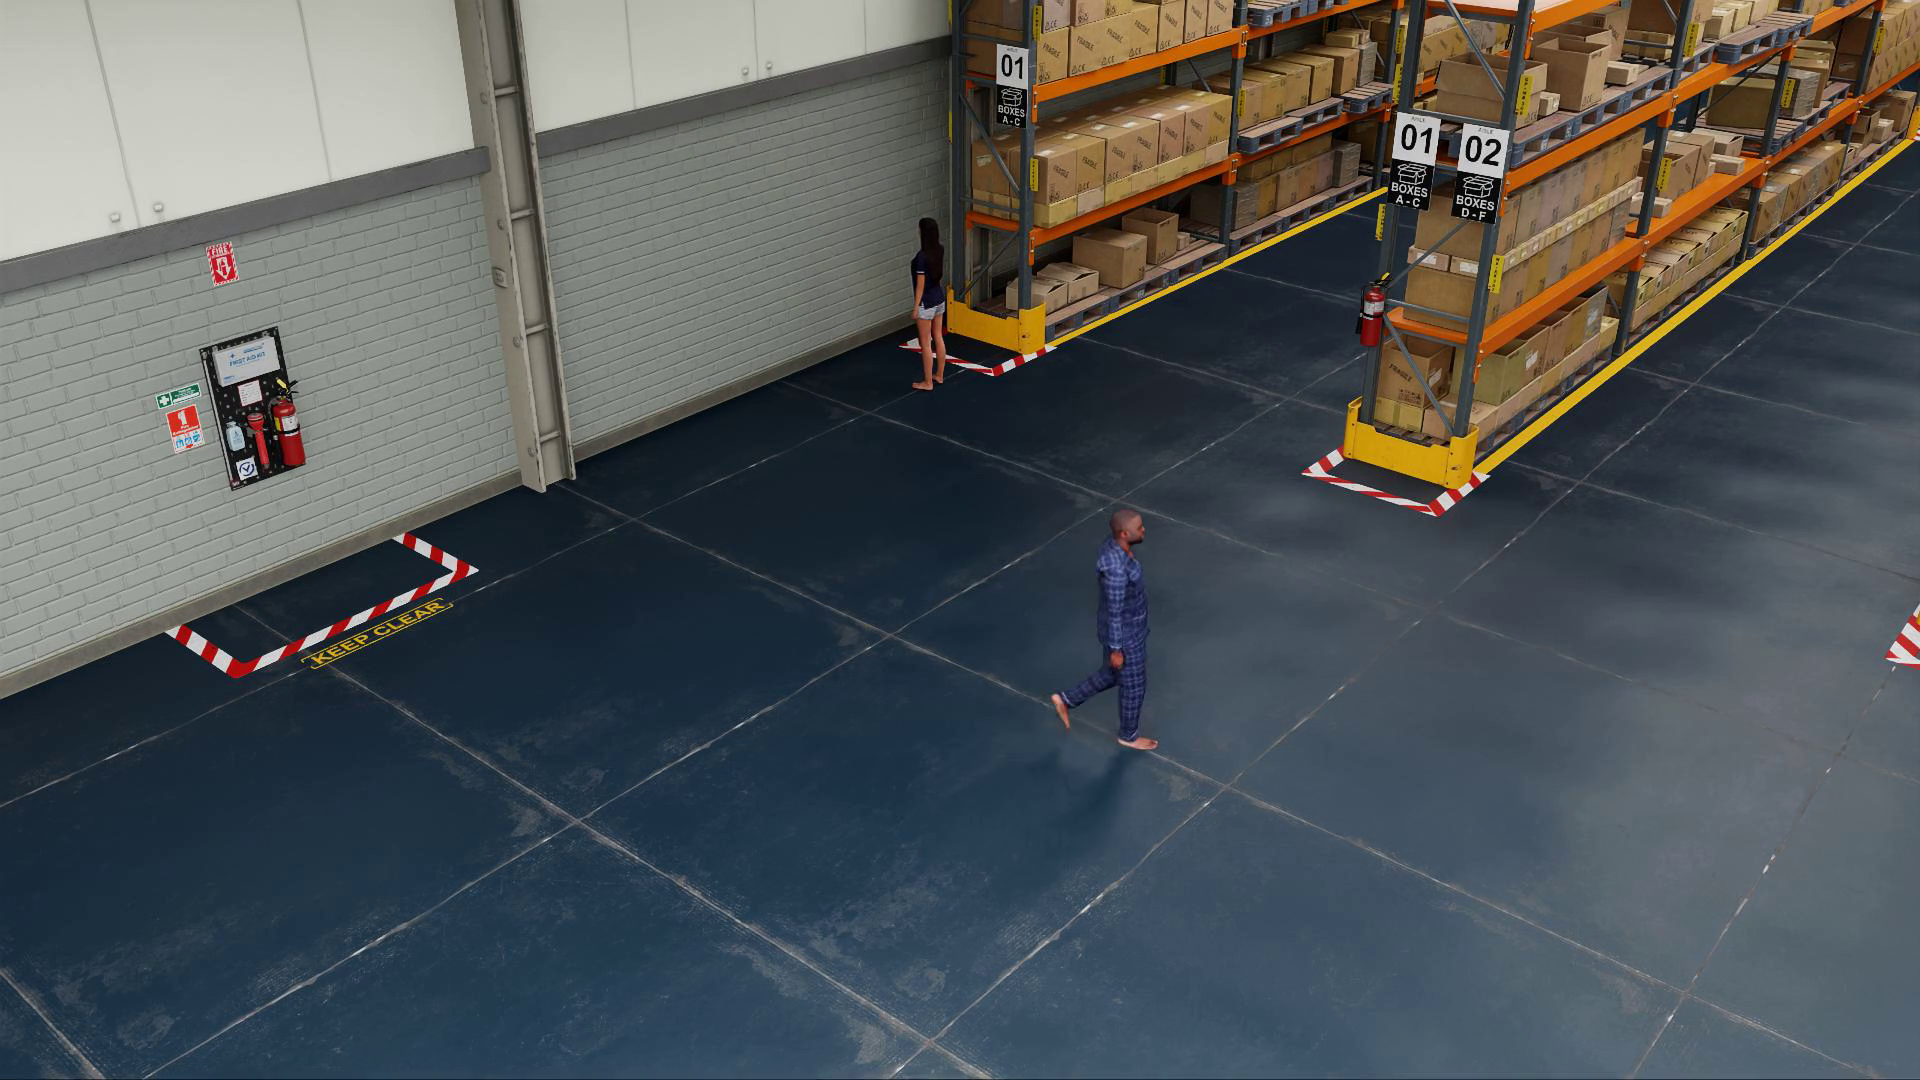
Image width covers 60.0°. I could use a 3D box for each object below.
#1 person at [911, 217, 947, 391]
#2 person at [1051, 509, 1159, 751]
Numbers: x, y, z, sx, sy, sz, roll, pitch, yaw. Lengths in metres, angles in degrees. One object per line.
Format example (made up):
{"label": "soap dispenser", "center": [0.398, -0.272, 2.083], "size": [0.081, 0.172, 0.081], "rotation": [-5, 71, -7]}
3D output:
{"label": "person", "center": [-0.303, -2.363, 16.630], "size": [0.636, 1.767, 0.470], "rotation": [19, 33, 31]}
{"label": "person", "center": [0.988, 0.608, 11.013], "size": [1.049, 1.803, 1.043], "rotation": [3, 28, 5]}
